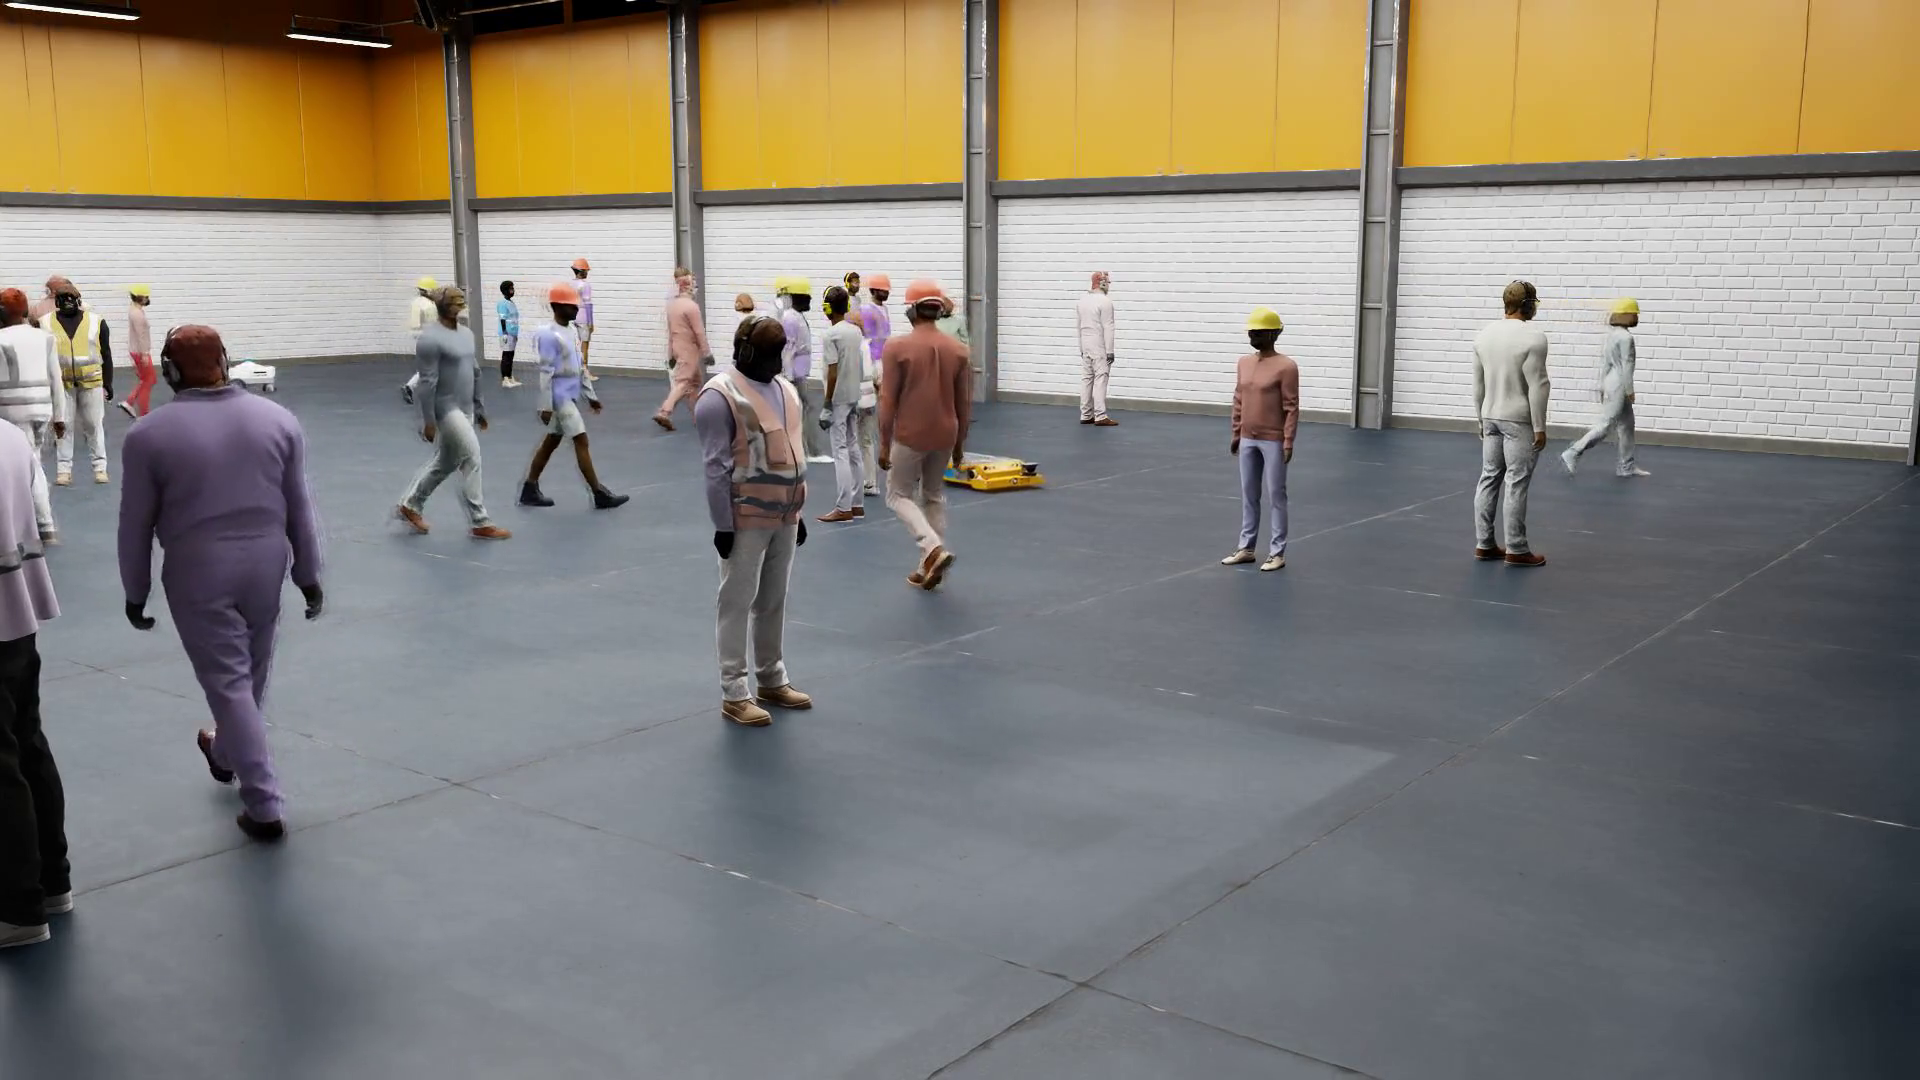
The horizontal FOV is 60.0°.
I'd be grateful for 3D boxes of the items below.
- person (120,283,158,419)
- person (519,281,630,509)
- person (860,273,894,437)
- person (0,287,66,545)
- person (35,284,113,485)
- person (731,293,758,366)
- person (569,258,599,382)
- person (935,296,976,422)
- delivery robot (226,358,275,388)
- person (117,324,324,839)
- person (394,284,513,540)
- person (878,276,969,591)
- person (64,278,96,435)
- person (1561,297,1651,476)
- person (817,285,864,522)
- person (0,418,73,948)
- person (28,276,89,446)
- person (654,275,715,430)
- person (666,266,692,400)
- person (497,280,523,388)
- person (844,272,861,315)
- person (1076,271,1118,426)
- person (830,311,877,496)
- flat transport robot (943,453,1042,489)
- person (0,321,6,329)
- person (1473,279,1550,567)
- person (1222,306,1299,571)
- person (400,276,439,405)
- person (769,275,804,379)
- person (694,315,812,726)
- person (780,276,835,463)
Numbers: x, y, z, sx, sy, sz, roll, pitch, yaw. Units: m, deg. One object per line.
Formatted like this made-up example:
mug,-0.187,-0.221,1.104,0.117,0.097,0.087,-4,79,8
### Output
person,-10.222,-2.328,20.752,0.410,1.754,0.530,-6,11,-30
person,-3.270,-1.191,13.798,0.992,1.891,0.565,1,10,5
person,-1.028,-2.133,19.240,0.912,1.909,0.545,3,10,16
person,-6.853,-0.892,12.090,0.637,1.861,0.579,4,10,21
person,-8.126,-1.425,15.282,0.636,1.842,0.429,-5,11,-25
person,-2.764,-2.433,21.828,0.704,1.612,0.504,7,12,35
person,-6.274,-3.640,27.586,0.610,2.043,0.397,8,13,40
person,-0.097,-2.245,20.768,0.644,1.606,0.328,-1,10,-5
delivery robot,-10.663,-2.489,24.943,0.707,0.478,0.477,-7,12,-34
person,-2.793,0.129,6.204,1.009,1.844,0.657,9,13,42
person,-3.827,-0.949,12.359,0.965,1.905,0.643,2,10,11
person,-0.195,-0.632,10.268,0.633,1.973,0.571,-6,12,-33
person,-10.394,-2.129,19.418,0.624,1.837,0.430,-2,10,-9
person,6.168,-1.444,15.770,0.789,1.713,0.484,2,10,9
person,-0.954,-1.064,13.122,0.336,1.864,0.521,5,11,27
person,-2.964,0.290,5.071,0.372,1.916,0.596,-2,10,-9
person,-9.969,-1.998,18.562,0.662,1.860,0.825,-2,10,-11
person,-3.319,-2.252,20.051,0.896,1.873,0.650,-6,11,-30
person,-4.060,-3.009,24.221,0.376,1.940,0.629,-6,12,-33
person,-7.164,-3.266,26.421,0.317,1.696,0.539,1,10,3
person,-1.465,-2.717,22.718,0.314,1.869,0.535,5,11,26
person,1.720,-2.364,20.562,0.403,1.904,0.651,-6,11,-31
person,-0.910,-1.166,14.408,0.406,1.623,0.533,3,10,16
flat transport robot,0.040,-0.663,15.411,0.652,0.197,1.431,-8,13,-39
person,-9.643,-1.722,16.431,0.540,2.000,0.701,2,10,10
person,3.740,-0.787,11.285,0.373,1.940,0.628,-5,11,-27
person,2.023,-0.676,11.139,0.324,1.769,0.523,-8,12,-38
person,-7.330,-2.703,22.786,0.607,1.818,0.611,10,14,44
person,-2.425,-2.740,23.005,0.404,1.824,0.586,8,13,40
person,-0.905,-0.096,7.562,0.429,1.839,0.623,6,11,30
person,-1.722,-1.715,16.831,0.871,1.901,0.591,0,10,0
